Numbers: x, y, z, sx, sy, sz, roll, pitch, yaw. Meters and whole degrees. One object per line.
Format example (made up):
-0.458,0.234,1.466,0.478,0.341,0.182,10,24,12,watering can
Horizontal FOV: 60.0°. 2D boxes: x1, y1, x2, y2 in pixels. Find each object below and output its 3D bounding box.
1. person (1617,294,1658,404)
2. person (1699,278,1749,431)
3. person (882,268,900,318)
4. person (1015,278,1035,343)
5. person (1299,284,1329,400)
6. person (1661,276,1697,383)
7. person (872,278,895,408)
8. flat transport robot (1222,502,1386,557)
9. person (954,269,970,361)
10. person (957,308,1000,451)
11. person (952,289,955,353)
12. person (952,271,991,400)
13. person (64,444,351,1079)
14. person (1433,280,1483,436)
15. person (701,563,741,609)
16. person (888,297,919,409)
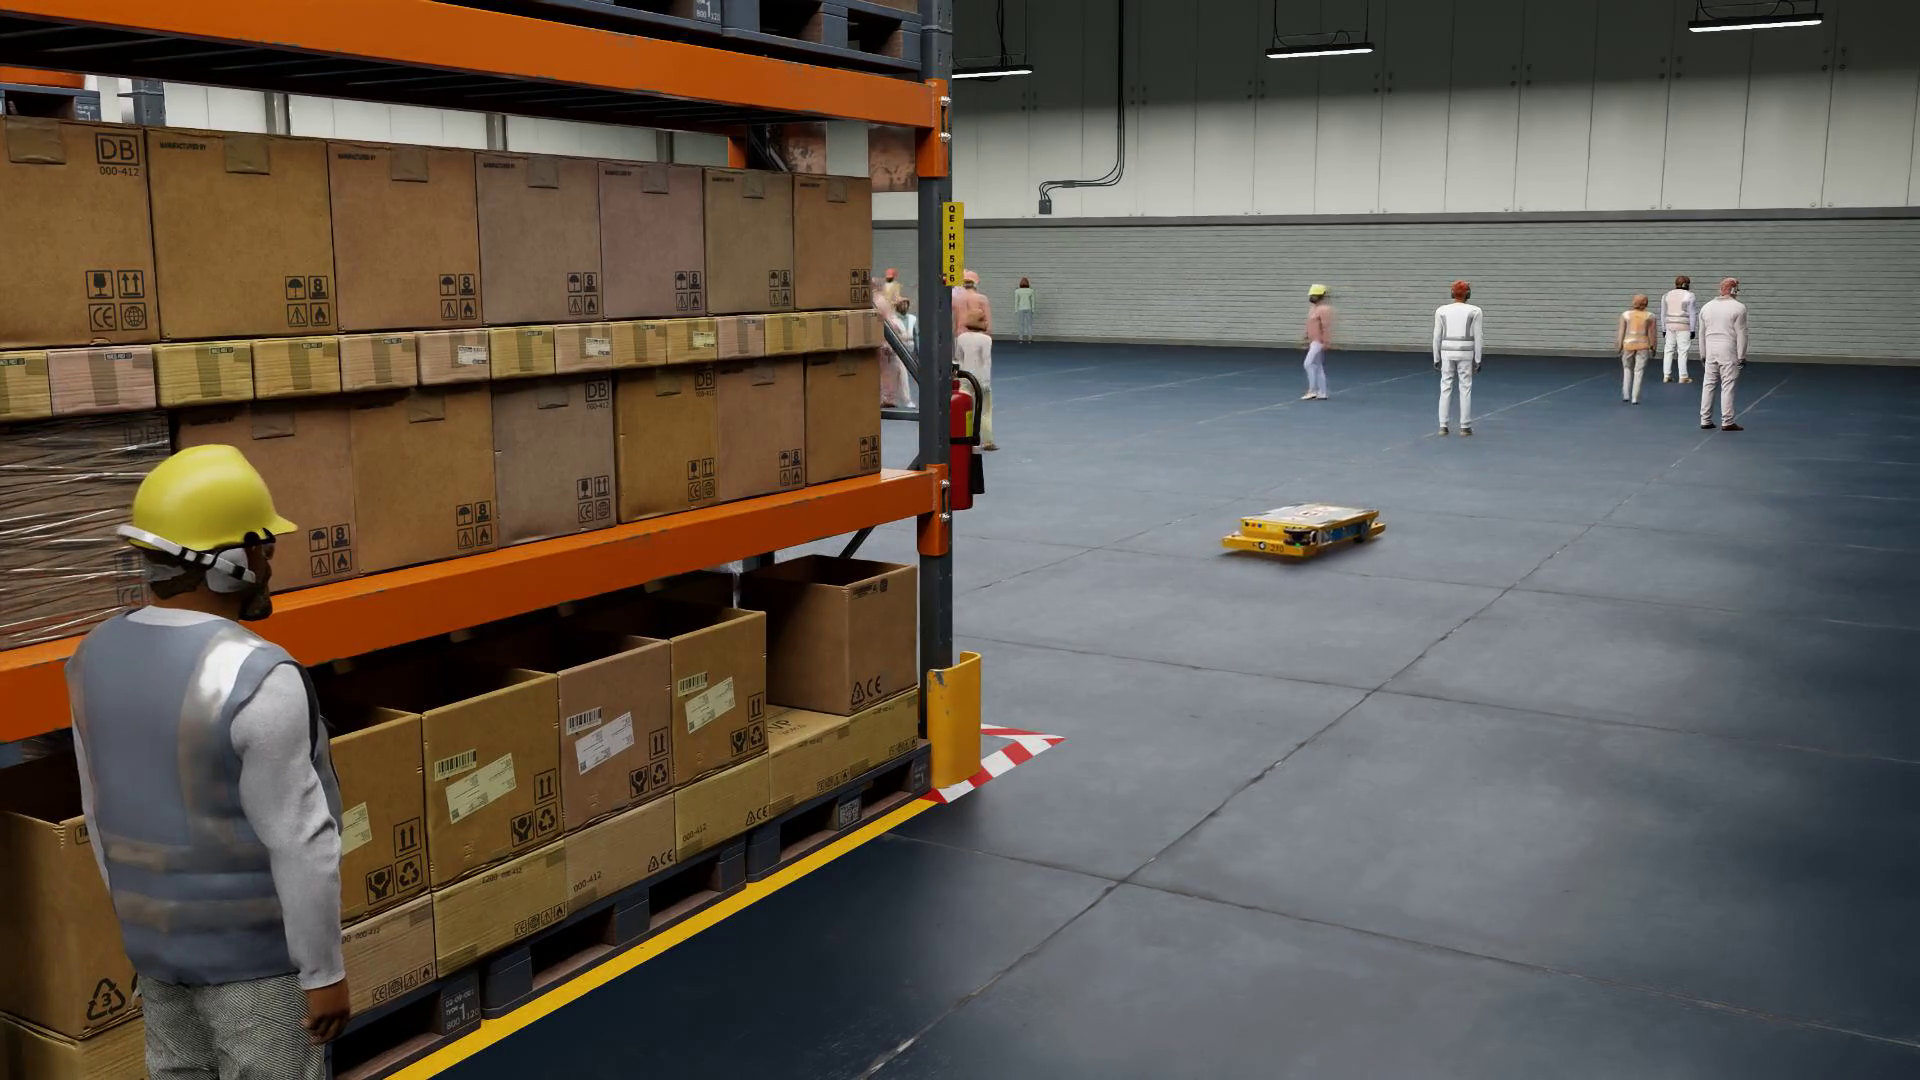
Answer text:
10.046,-2.826,24.648,0.539,1.603,0.782,5,11,28,person
9.575,-2.319,20.830,0.409,1.903,0.638,-6,11,-30,person
-1.634,-5.517,39.572,0.561,1.883,0.831,7,12,34,person
1.619,-5.744,41.657,0.499,1.633,0.288,0,10,-2,person
5.327,-2.985,25.182,0.604,1.748,0.532,-1,10,-5,person
12.366,-3.612,28.591,0.430,1.838,0.619,-7,12,-36,person
-1.302,-2.804,23.750,0.837,1.868,0.646,-2,10,-11,person
2.623,-0.096,12.575,0.652,0.197,1.431,7,12,37,flat transport robot
0.085,-4.632,34.361,0.401,1.904,0.648,-1,10,-8,person
0.118,-1.756,18.406,0.504,1.610,0.739,9,13,42,person
-0.282,-5.086,37.515,0.561,1.736,0.386,-4,10,-20,person
0.136,-3.047,24.938,0.640,1.955,0.738,4,11,24,person
-1.375,0.733,3.154,0.591,1.833,0.403,5,11,27,person
6.053,-2.210,20.235,0.583,1.882,0.337,5,11,27,person
-1.431,-0.302,9.174,0.530,1.850,0.635,7,12,35,person
-0.864,-2.711,24.012,0.503,1.592,0.868,-7,12,-37,person
